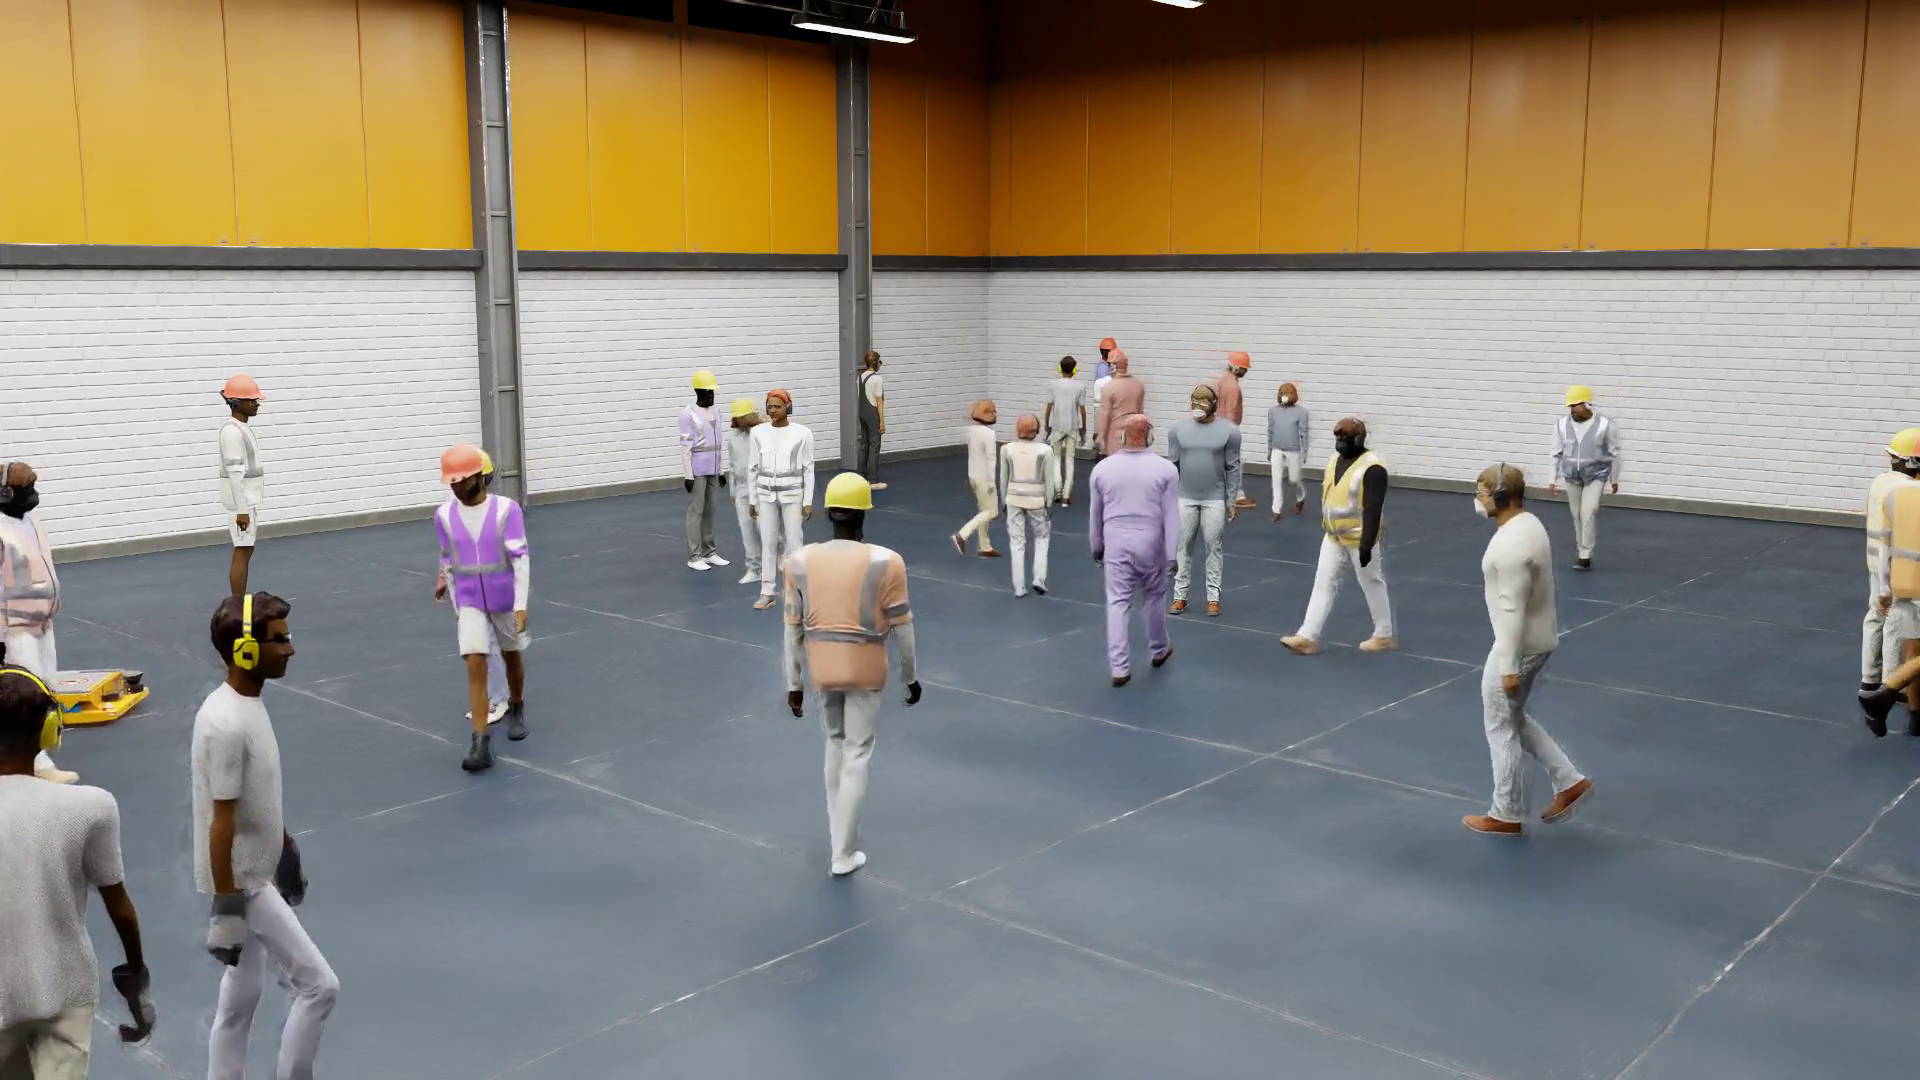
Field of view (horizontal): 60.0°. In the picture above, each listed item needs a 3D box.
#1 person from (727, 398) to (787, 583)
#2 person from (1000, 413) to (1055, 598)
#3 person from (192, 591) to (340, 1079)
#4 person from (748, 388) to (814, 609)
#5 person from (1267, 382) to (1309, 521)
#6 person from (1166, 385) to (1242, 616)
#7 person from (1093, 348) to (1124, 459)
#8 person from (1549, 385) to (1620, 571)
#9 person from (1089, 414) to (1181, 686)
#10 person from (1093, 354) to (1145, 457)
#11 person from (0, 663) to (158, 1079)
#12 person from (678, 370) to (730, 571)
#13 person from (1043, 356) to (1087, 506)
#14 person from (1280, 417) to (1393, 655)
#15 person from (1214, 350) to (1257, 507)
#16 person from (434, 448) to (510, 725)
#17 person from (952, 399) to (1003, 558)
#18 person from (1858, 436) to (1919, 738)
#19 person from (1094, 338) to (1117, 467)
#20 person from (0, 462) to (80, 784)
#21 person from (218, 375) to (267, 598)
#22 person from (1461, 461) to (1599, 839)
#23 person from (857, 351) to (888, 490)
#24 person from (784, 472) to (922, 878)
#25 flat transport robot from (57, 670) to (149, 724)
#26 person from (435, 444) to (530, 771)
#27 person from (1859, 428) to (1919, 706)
[{"bbox_3d":[-1.893,-0.467,15.391,0.525,1.714,0.563,4,10,25],"label":"person"},{"bbox_3d":[0.592,-0.302,14.654,0.515,1.624,0.432,2,9,14],"label":"person"},{"bbox_3d":[-2.161,1.077,5.287,0.635,1.846,0.577,-3,10,-20],"label":"person"},{"bbox_3d":[-1.522,-0.340,14.090,0.580,1.881,0.352,2,9,11],"label":"person"},{"bbox_3d":[3.826,-1.042,19.355,0.504,1.612,0.704,5,10,29],"label":"person"},{"bbox_3d":[2.014,-0.330,13.867,0.627,1.934,0.370,3,9,16],"label":"person"},{"bbox_3d":[1.902,-1.384,20.472,0.553,1.935,0.364,-1,9,-6],"label":"person"},{"bbox_3d":[5.985,-0.596,15.988,0.610,1.786,0.777,8,12,40],"label":"person"},{"bbox_3d":[1.250,0.045,11.724,0.680,1.855,0.967,3,10,19],"label":"person"},{"bbox_3d":[1.884,-1.266,19.858,0.649,1.907,0.426,-8,12,-40],"label":"person"},{"bbox_3d":[-2.469,1.227,4.470,0.538,1.814,1.001,-3,10,-20],"label":"person"},{"bbox_3d":[-2.464,-0.678,16.071,0.366,1.926,0.594,5,10,27],"label":"person"},{"bbox_3d":[1.302,-1.350,20.542,0.542,1.841,0.613,1,9,7],"label":"person"},{"bbox_3d":[2.889,-0.013,12.367,0.958,1.789,0.655,-4,10,-26],"label":"person"},{"bbox_3d":[3.162,-1.337,20.204,0.924,1.943,0.673,-1,9,-9],"label":"person"},{"bbox_3d":[-3.071,0.292,10.527,0.542,1.752,0.456,5,11,31],"label":"person"},{"bbox_3d":[0.182,-0.595,16.530,0.550,1.619,0.504,-4,10,-26],"label":"person"},{"bbox_3d":[5.782,0.284,10.063,0.726,1.923,0.555,-3,9,-17],"label":"person"},{"bbox_3d":[2.119,-1.962,24.105,0.358,1.933,0.553,0,9,1],"label":"person"},{"bbox_3d":[-5.279,0.472,9.192,0.616,1.824,0.631,0,9,-3],"label":"person"},{"bbox_3d":[-5.731,-0.307,13.382,0.391,2.041,0.615,-3,10,-18],"label":"person"},{"bbox_3d":[2.844,0.562,8.335,0.593,1.912,0.662,5,10,29],"label":"person"},{"bbox_3d":[-1.174,-1.585,22.067,0.342,1.839,0.501,-7,11,-36],"label":"person"},{"bbox_3d":[-0.495,0.621,7.996,0.598,1.901,0.743,3,10,20],"label":"person"},{"bbox_3d":[-6.054,1.013,10.633,1.431,0.197,0.652,-1,9,-9],"label":"flat transport robot"},{"bbox_3d":[-2.796,0.355,9.799,0.556,1.869,1.048,-1,9,-6],"label":"person"},{"bbox_3d":[6.228,0.174,11.013,0.404,1.833,0.587,0,9,2],"label":"person"}]
